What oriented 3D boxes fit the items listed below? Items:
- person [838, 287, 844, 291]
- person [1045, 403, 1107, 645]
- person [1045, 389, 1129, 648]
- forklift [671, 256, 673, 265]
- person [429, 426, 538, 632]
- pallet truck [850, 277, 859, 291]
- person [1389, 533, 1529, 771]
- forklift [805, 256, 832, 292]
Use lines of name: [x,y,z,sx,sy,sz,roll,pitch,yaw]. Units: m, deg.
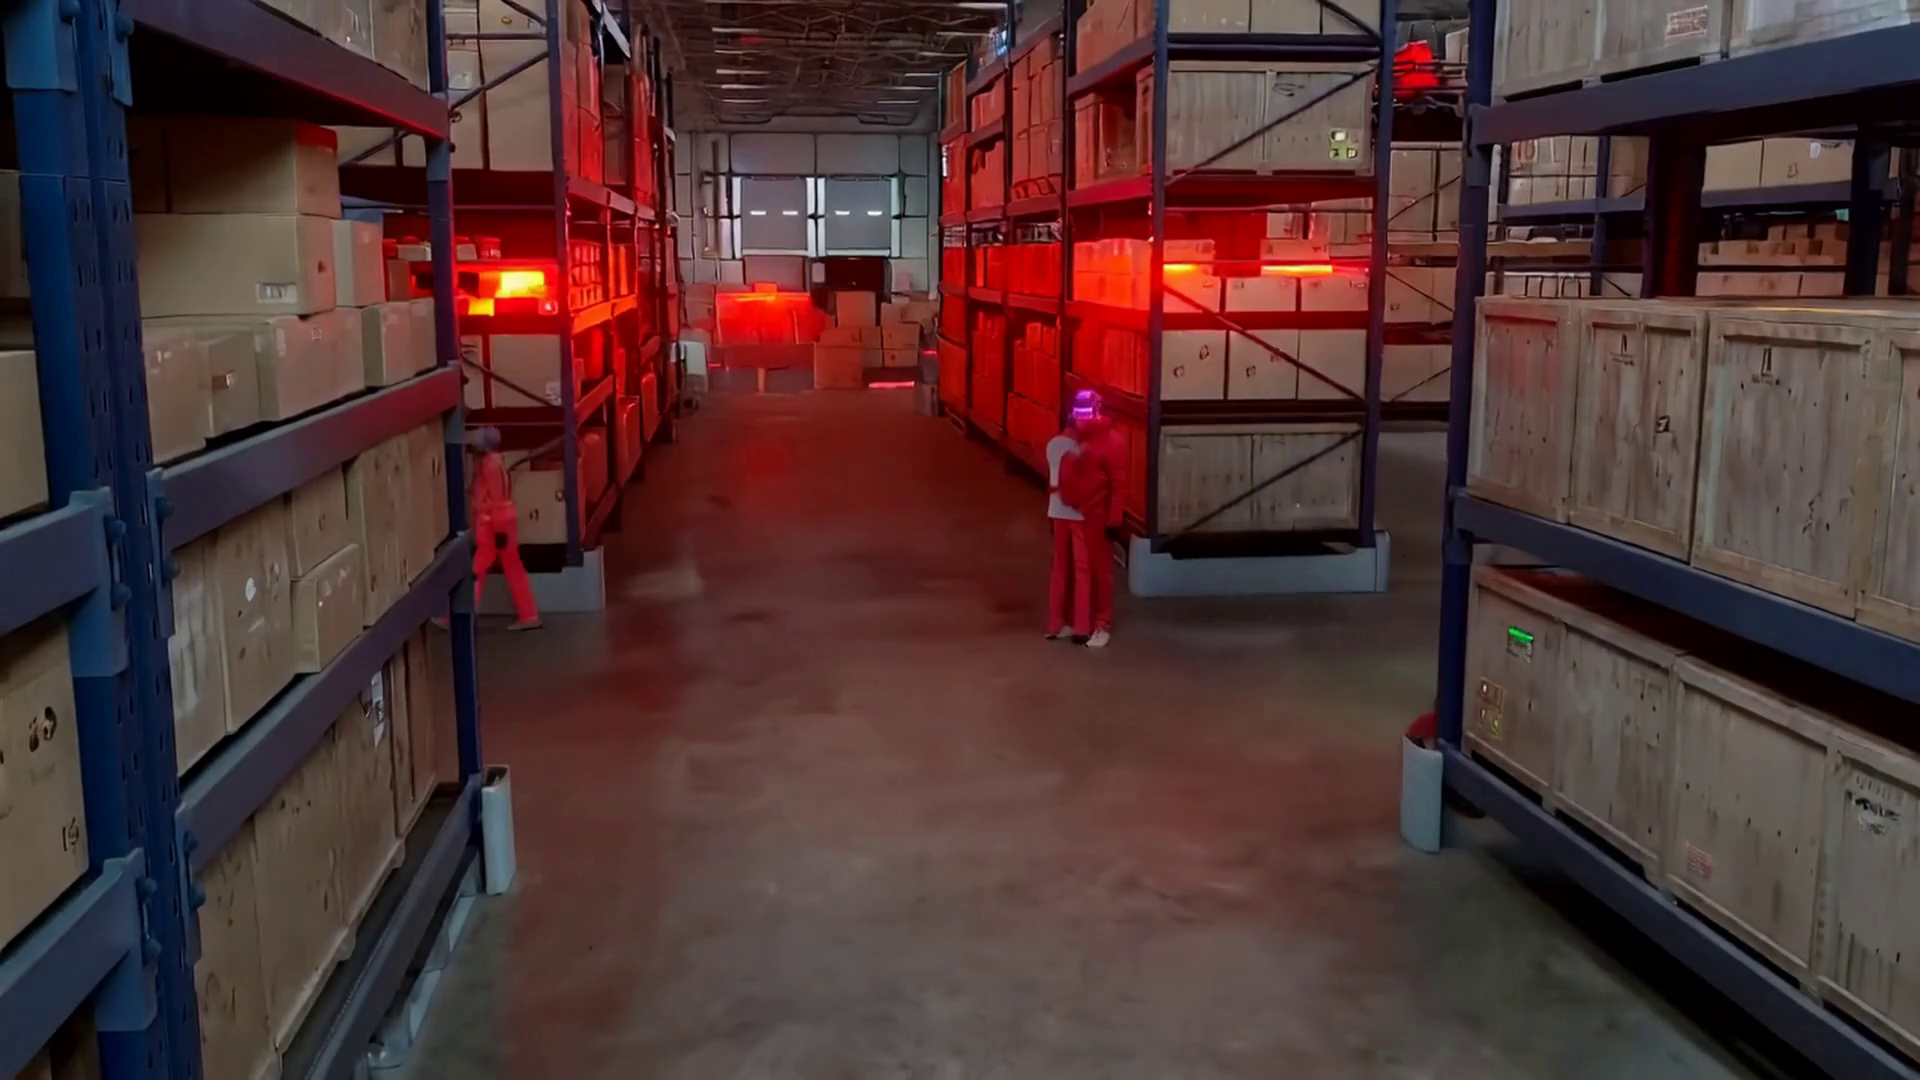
person: [-4.565,-8.849,63.692,0.310,1.638,0.523,2,10,13]
person: [0.865,-0.135,12.405,0.565,1.836,0.396,8,13,40]
person: [0.924,-0.164,12.347,0.639,1.911,0.406,9,13,41]
forklift: [-10.987,-9.066,61.344,1.129,2.768,1.873,-1,10,-7]
person: [-3.647,-0.071,12.679,0.843,1.592,0.546,-2,10,-11]
pallet truck: [-3.782,-9.391,65.808,1.885,1.965,0.823,2,10,10]
person: [2.805,0.387,9.033,0.898,1.957,0.629,-1,10,-6]
forklift: [-4.925,-8.543,58.301,1.129,2.768,1.873,-7,12,-35]
